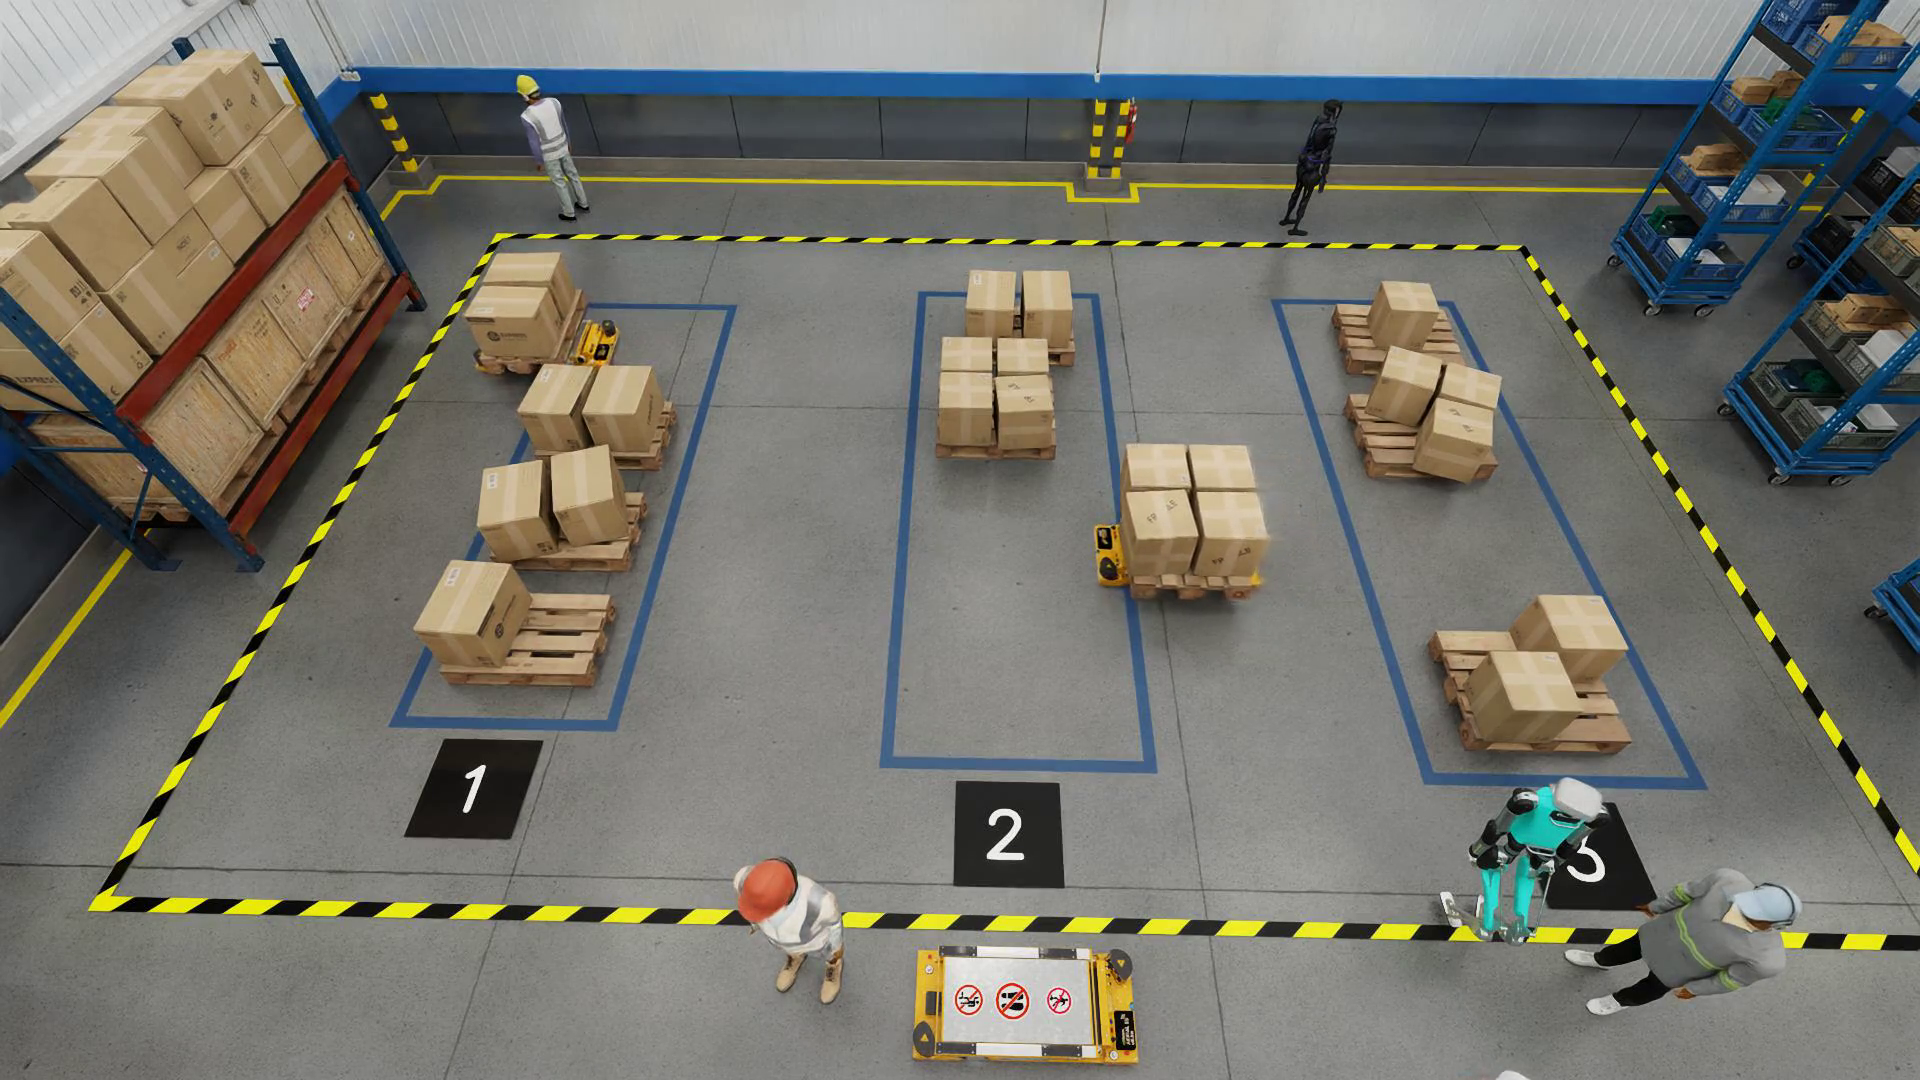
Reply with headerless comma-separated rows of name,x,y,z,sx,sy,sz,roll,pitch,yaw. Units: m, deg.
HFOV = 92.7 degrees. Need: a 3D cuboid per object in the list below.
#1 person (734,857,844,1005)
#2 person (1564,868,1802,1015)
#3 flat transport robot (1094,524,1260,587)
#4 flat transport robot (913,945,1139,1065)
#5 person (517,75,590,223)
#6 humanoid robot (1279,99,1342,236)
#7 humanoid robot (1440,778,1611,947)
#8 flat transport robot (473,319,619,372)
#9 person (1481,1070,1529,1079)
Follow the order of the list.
person,-0.986,2.335,5.440,0.613,2.039,0.384,12,52,10
person,4.312,2.428,5.484,0.373,1.853,0.589,-1,51,0
flat transport robot,1.971,0.111,8.377,1.431,0.197,0.652,1,51,1
flat transport robot,0.422,3.041,6.007,1.431,0.231,0.659,1,51,1
person,-5.097,-4.868,11.446,0.403,1.830,0.586,23,55,18
humanoid robot,4.353,-4.614,11.329,0.315,1.657,0.599,-7,51,-6
humanoid robot,3.496,2.137,5.709,0.533,1.677,0.735,9,51,7
flat transport robot,-4.615,-2.179,10.244,1.431,0.197,0.652,-1,51,-1
person,2.630,3.193,4.829,0.390,1.910,0.580,30,57,22
